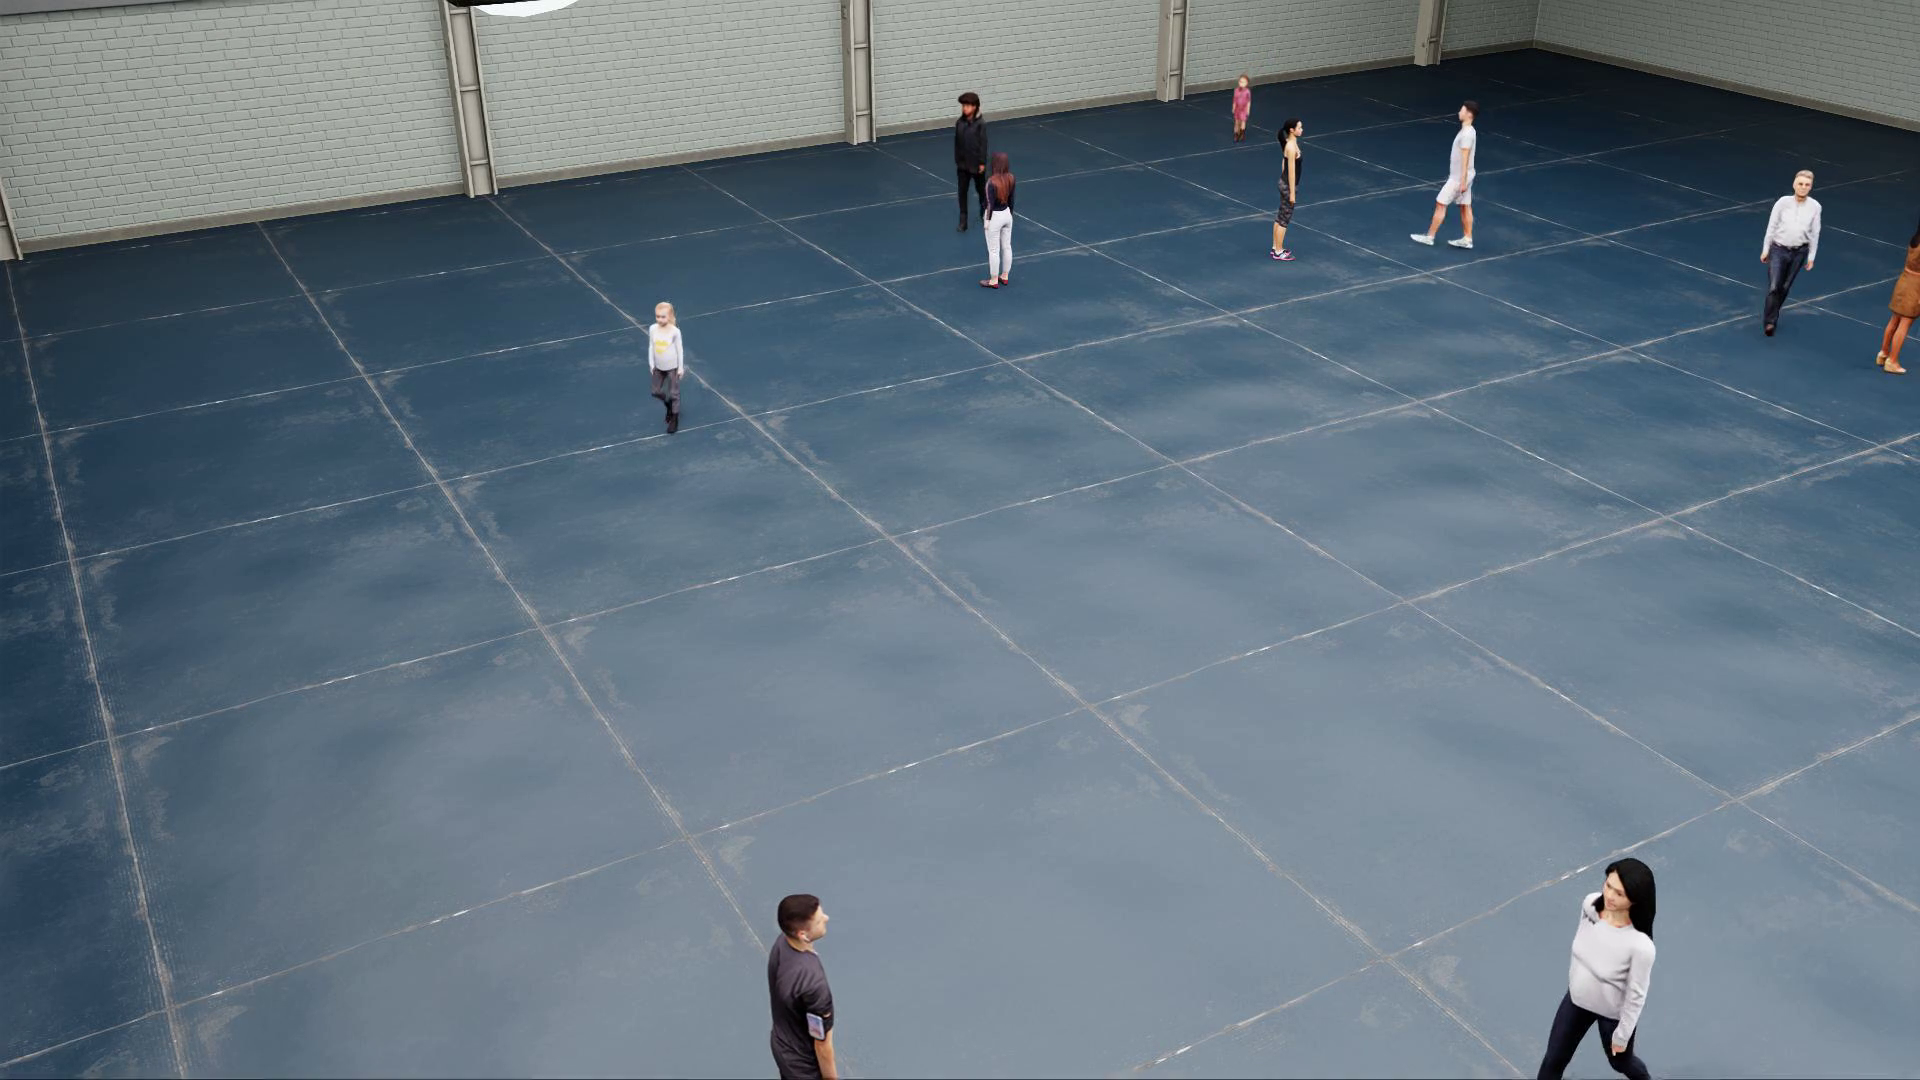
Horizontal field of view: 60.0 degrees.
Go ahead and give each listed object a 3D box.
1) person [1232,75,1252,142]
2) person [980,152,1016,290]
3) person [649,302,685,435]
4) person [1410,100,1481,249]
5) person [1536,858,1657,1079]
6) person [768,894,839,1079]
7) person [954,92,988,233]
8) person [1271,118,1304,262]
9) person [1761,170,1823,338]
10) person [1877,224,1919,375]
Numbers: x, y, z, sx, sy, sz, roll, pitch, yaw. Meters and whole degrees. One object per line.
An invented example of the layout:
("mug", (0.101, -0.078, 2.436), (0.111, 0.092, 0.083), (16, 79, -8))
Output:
("person", (4.406, -6.739, 25.954), (0.715, 1.000, 0.785), (8, 28, 15))
("person", (0.439, -3.757, 19.502), (0.560, 1.604, 0.709), (-24, 36, -38))
("person", (-2.760, -1.669, 15.809), (0.662, 1.273, 0.722), (7, 28, 14))
("person", (6.344, -4.525, 20.748), (1.121, 1.829, 1.092), (10, 29, 19))
("person", (3.123, 2.192, 7.891), (1.114, 1.657, 0.678), (-13, 30, -24))
("person", (-0.701, 2.323, 7.521), (0.578, 1.764, 0.650), (-11, 29, -21))
("person", (0.171, -4.927, 21.609), (1.051, 1.758, 1.125), (8, 28, 16))
("person", (4.031, -4.337, 20.493), (0.692, 1.729, 0.665), (1, 27, 2))
("person", (9.020, -3.146, 18.126), (1.134, 1.778, 1.219), (8, 28, 15))
("person", (9.773, -2.559, 17.087), (0.684, 1.687, 0.648), (3, 27, 7))
